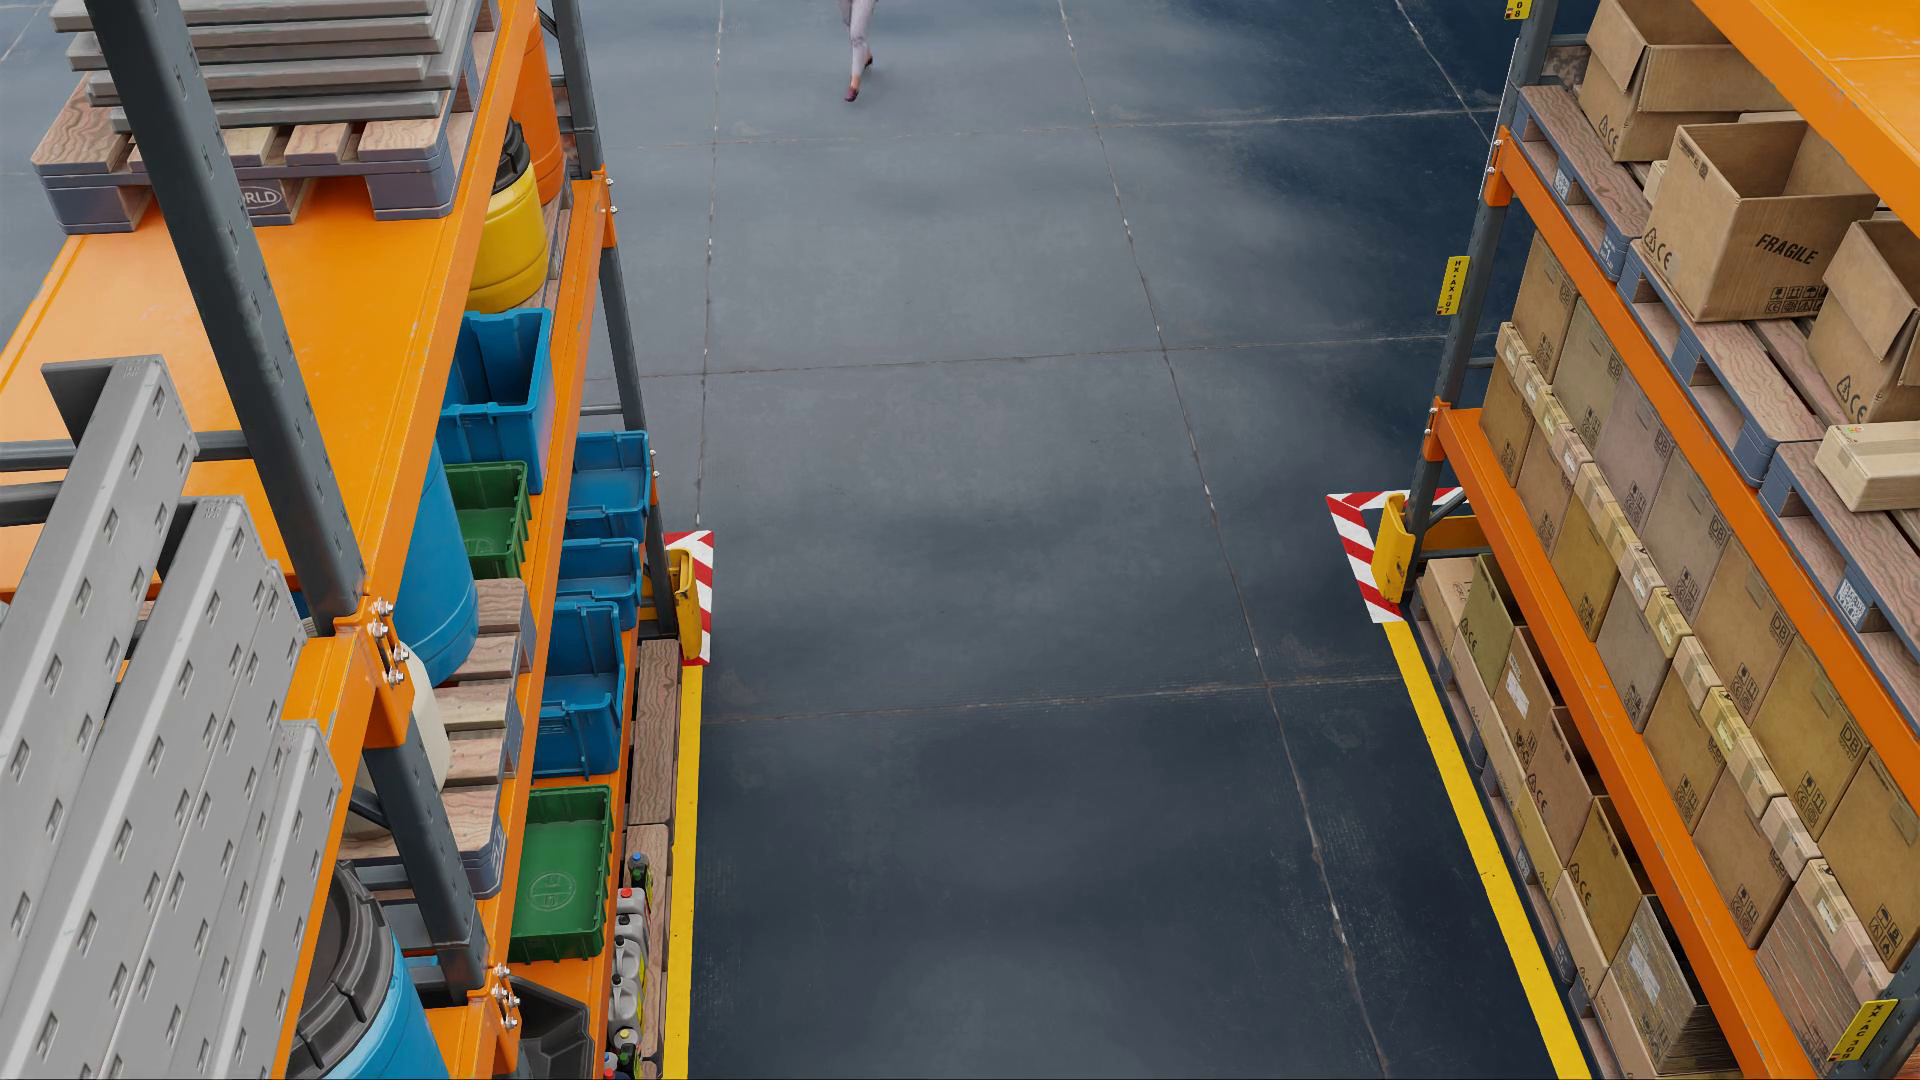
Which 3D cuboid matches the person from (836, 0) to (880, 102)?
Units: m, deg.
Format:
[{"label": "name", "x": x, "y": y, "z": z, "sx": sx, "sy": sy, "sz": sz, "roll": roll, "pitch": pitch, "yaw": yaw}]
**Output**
[{"label": "person", "x": -0.822, "y": -4.363, "z": 13.157, "sx": 0.889, "sy": 1.576, "sz": 1.058, "roll": 16, "pitch": 45, "yaw": 17}]
